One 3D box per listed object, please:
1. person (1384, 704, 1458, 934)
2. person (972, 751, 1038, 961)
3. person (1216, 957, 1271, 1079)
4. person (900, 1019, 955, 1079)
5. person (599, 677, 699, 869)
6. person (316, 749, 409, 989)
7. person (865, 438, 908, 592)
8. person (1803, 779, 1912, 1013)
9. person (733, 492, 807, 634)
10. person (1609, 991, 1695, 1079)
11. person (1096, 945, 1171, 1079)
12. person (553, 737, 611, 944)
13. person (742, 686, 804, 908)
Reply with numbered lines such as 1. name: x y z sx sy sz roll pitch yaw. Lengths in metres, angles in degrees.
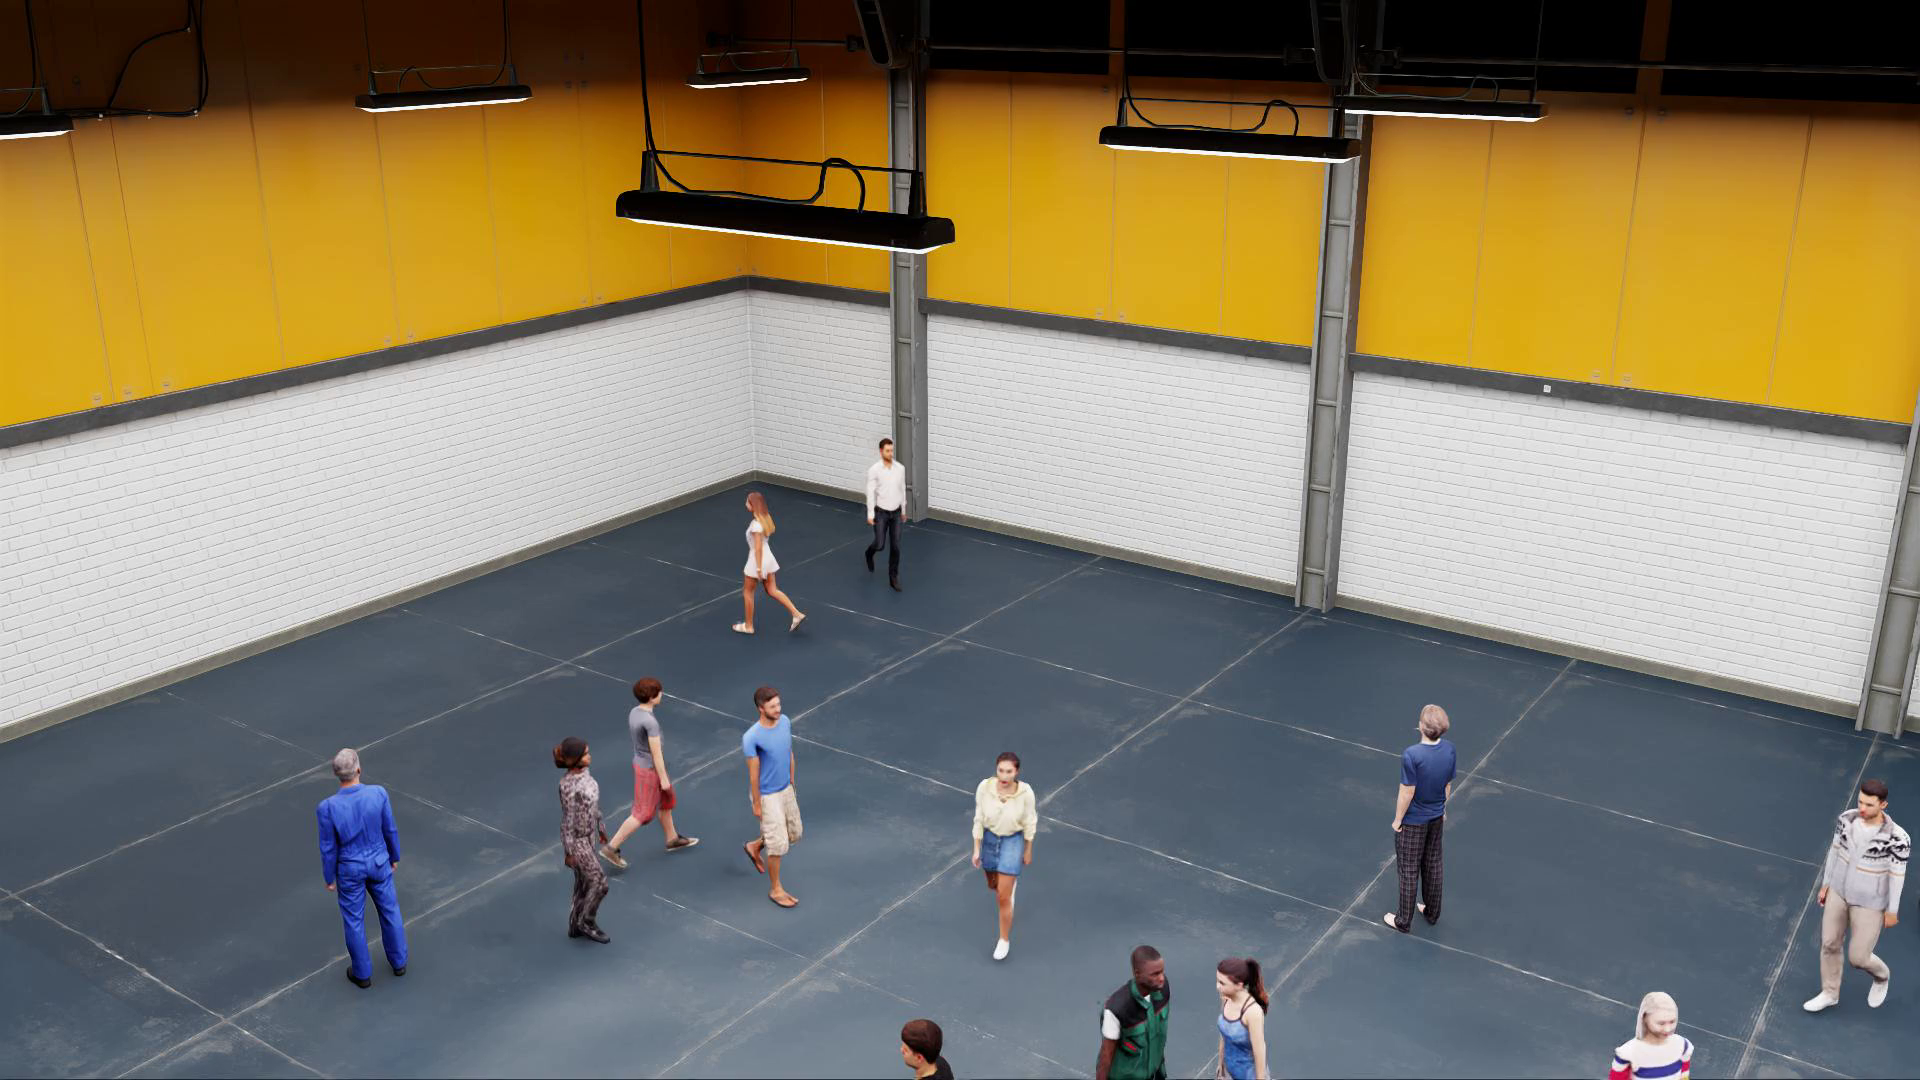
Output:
1. person: 3.571 2.137 12.842 0.738 1.871 0.737 -7 20 -21
2. person: 0.343 2.326 12.693 1.040 1.608 0.884 6 19 16
3. person: 1.783 3.231 10.037 0.845 1.588 0.791 -8 20 -22
4. person: -0.083 3.431 9.036 1.030 1.847 0.931 1 19 4
5. person: -2.649 1.950 13.787 1.004 1.621 1.119 -9 20 -24
6. person: -4.362 2.392 12.154 0.787 1.826 0.706 -12 22 -31
7. person: -0.918 -0.335 20.214 0.939 1.851 1.113 -10 21 -27
8. person: 6.424 2.514 11.786 0.958 1.831 0.935 -9 21 -25
9. person: -2.150 0.280 18.671 1.140 1.669 0.811 5 19 15
10. person: 3.847 3.308 9.490 0.979 1.790 1.072 -5 19 -16
11. person: 0.944 3.158 9.906 0.722 1.808 1.025 -17 25 -41
12. person: -2.963 2.291 12.649 0.766 1.701 0.713 3 19 9
13. person: -1.557 1.998 13.294 0.912 1.845 0.666 14 23 36
